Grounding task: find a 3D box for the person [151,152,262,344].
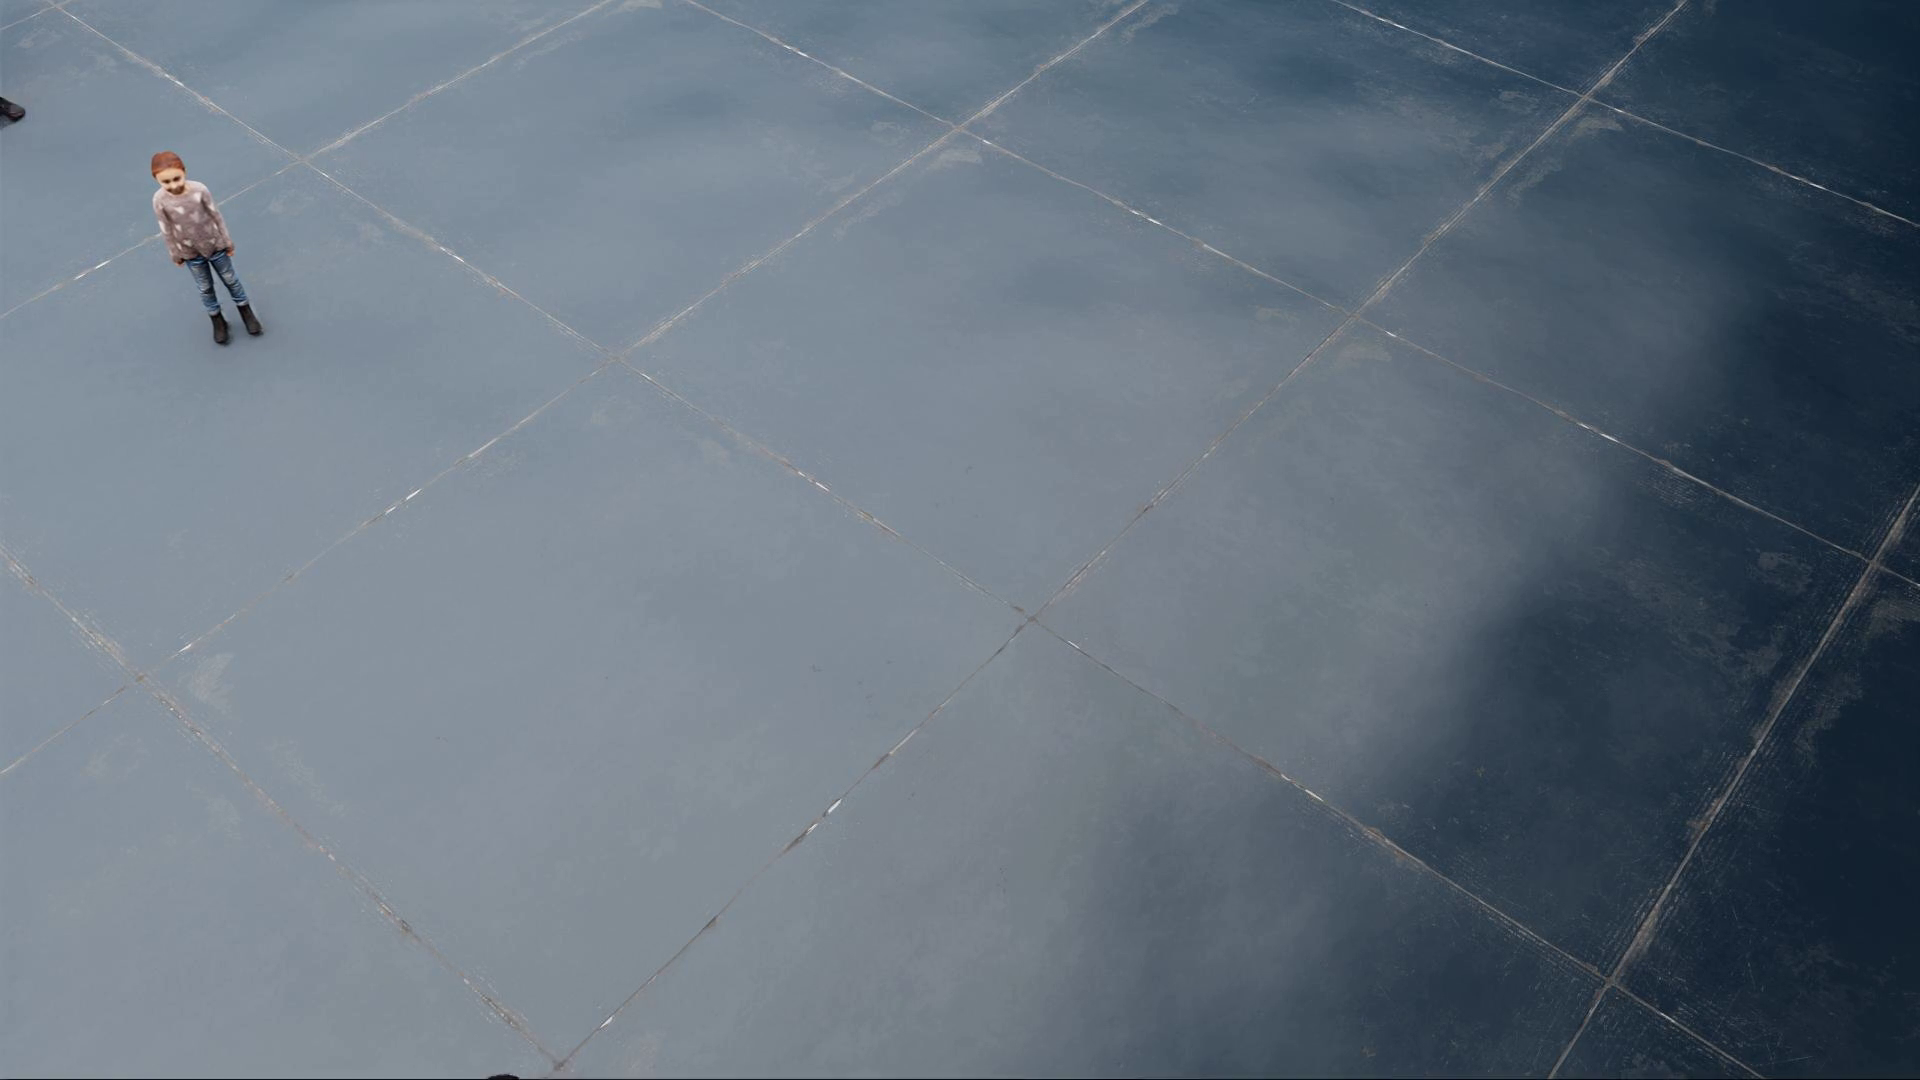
[{"bbox_3d":[-4.171,-1.632,9.142,0.509,1.194,0.606,-18,50,-16],"label":"person"}]
